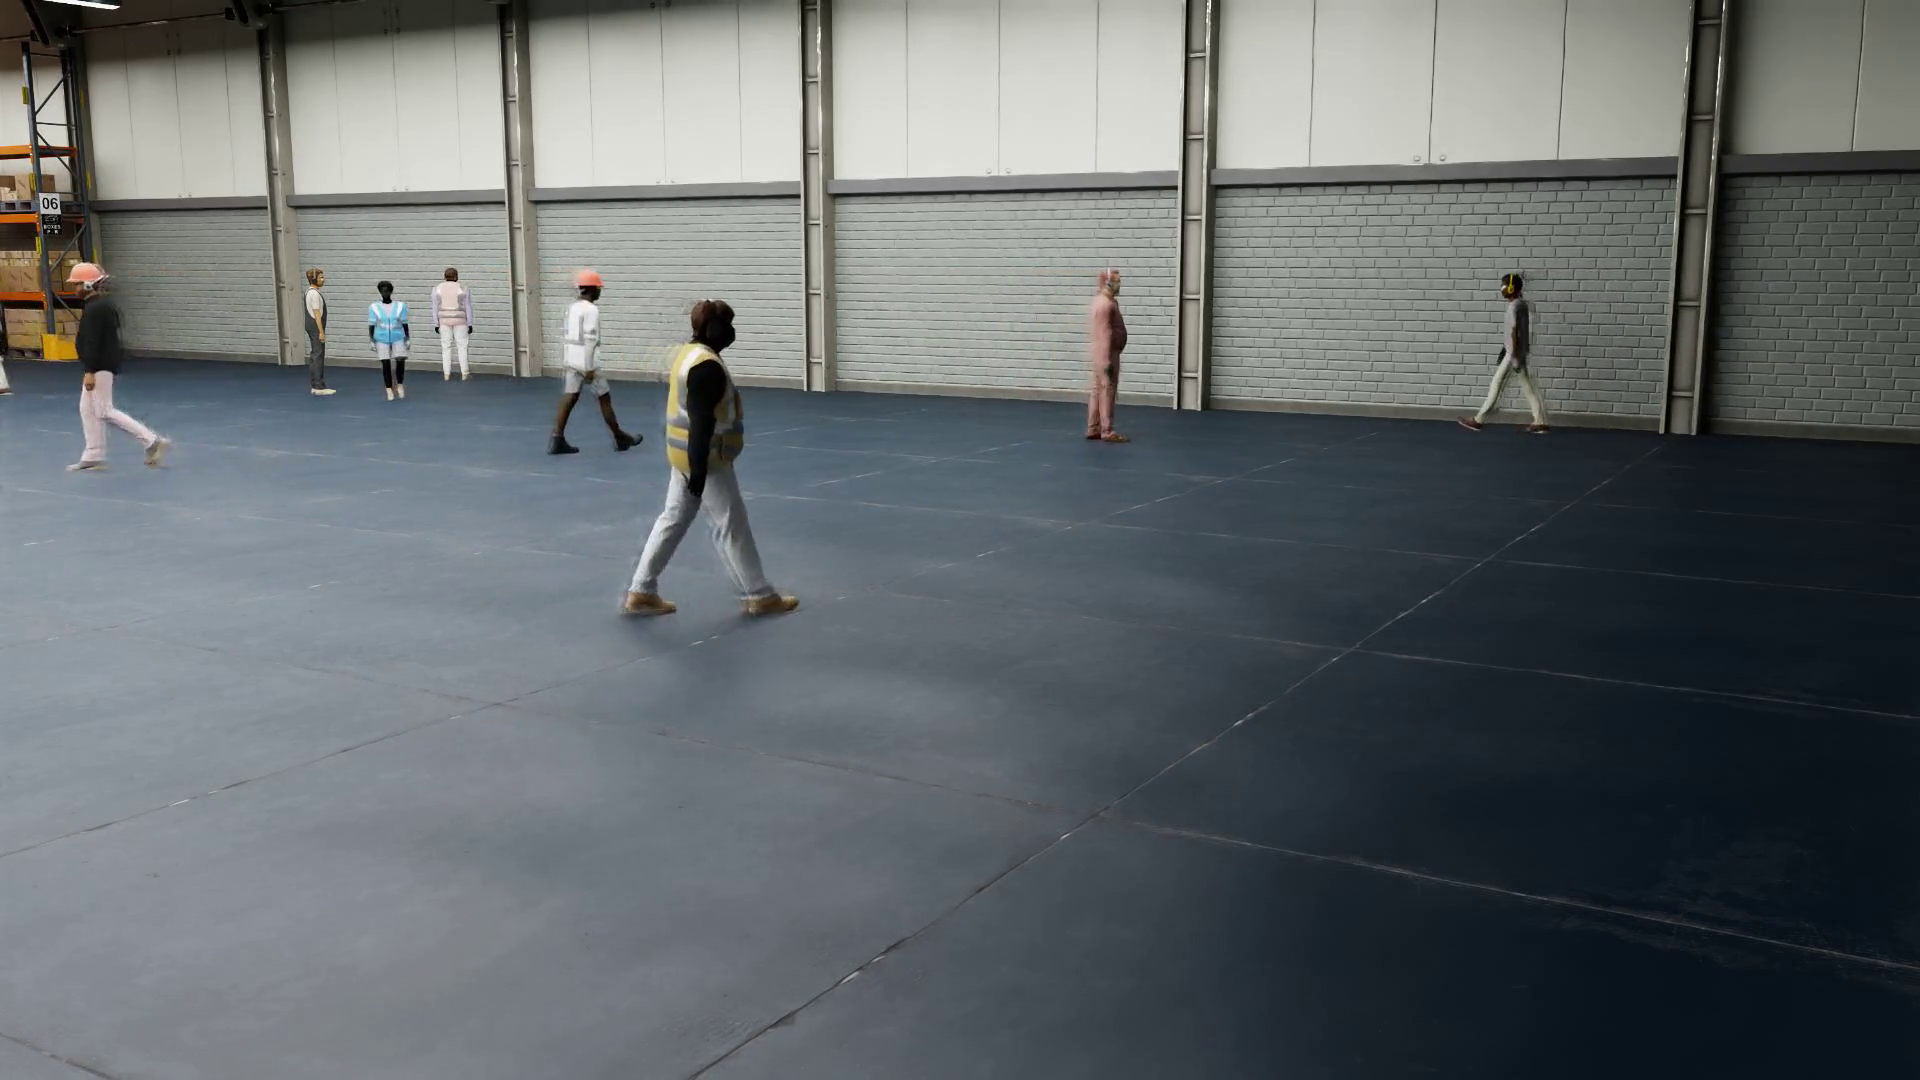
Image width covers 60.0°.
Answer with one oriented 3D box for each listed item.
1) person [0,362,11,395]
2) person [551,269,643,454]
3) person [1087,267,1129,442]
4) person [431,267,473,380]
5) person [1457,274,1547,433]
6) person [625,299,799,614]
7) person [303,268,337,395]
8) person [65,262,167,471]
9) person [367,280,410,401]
[{"bbox_3d":[-14.282,-2.998,24.064,0.873,1.837,0.561,-5,11,-26],"label":"person"},{"bbox_3d":[-3.804,-1.829,17.119,1.001,1.878,0.565,-8,12,-38],"label":"person"},{"bbox_3d":[1.621,-2.016,18.158,0.408,1.908,0.651,0,10,-2],"label":"person"},{"bbox_3d":[-8.287,-3.533,27.215,0.634,1.839,0.429,-1,10,-5],"label":"person"},{"bbox_3d":[6.304,-2.129,19.079,0.994,1.815,0.537,7,12,34],"label":"person"},{"bbox_3d":[-1.454,-0.453,9.351,0.971,1.794,0.645,-3,10,-18],"label":"person"},{"bbox_3d":[-9.376,-3.037,24.296,0.345,1.846,0.508,-6,11,-32],"label":"person"},{"bbox_3d":[-8.010,-1.621,15.661,0.832,1.970,0.618,-4,11,-25],"label":"person"},{"bbox_3d":[-7.962,-2.772,23.197,0.557,1.677,0.460,-3,10,-19],"label":"person"}]
